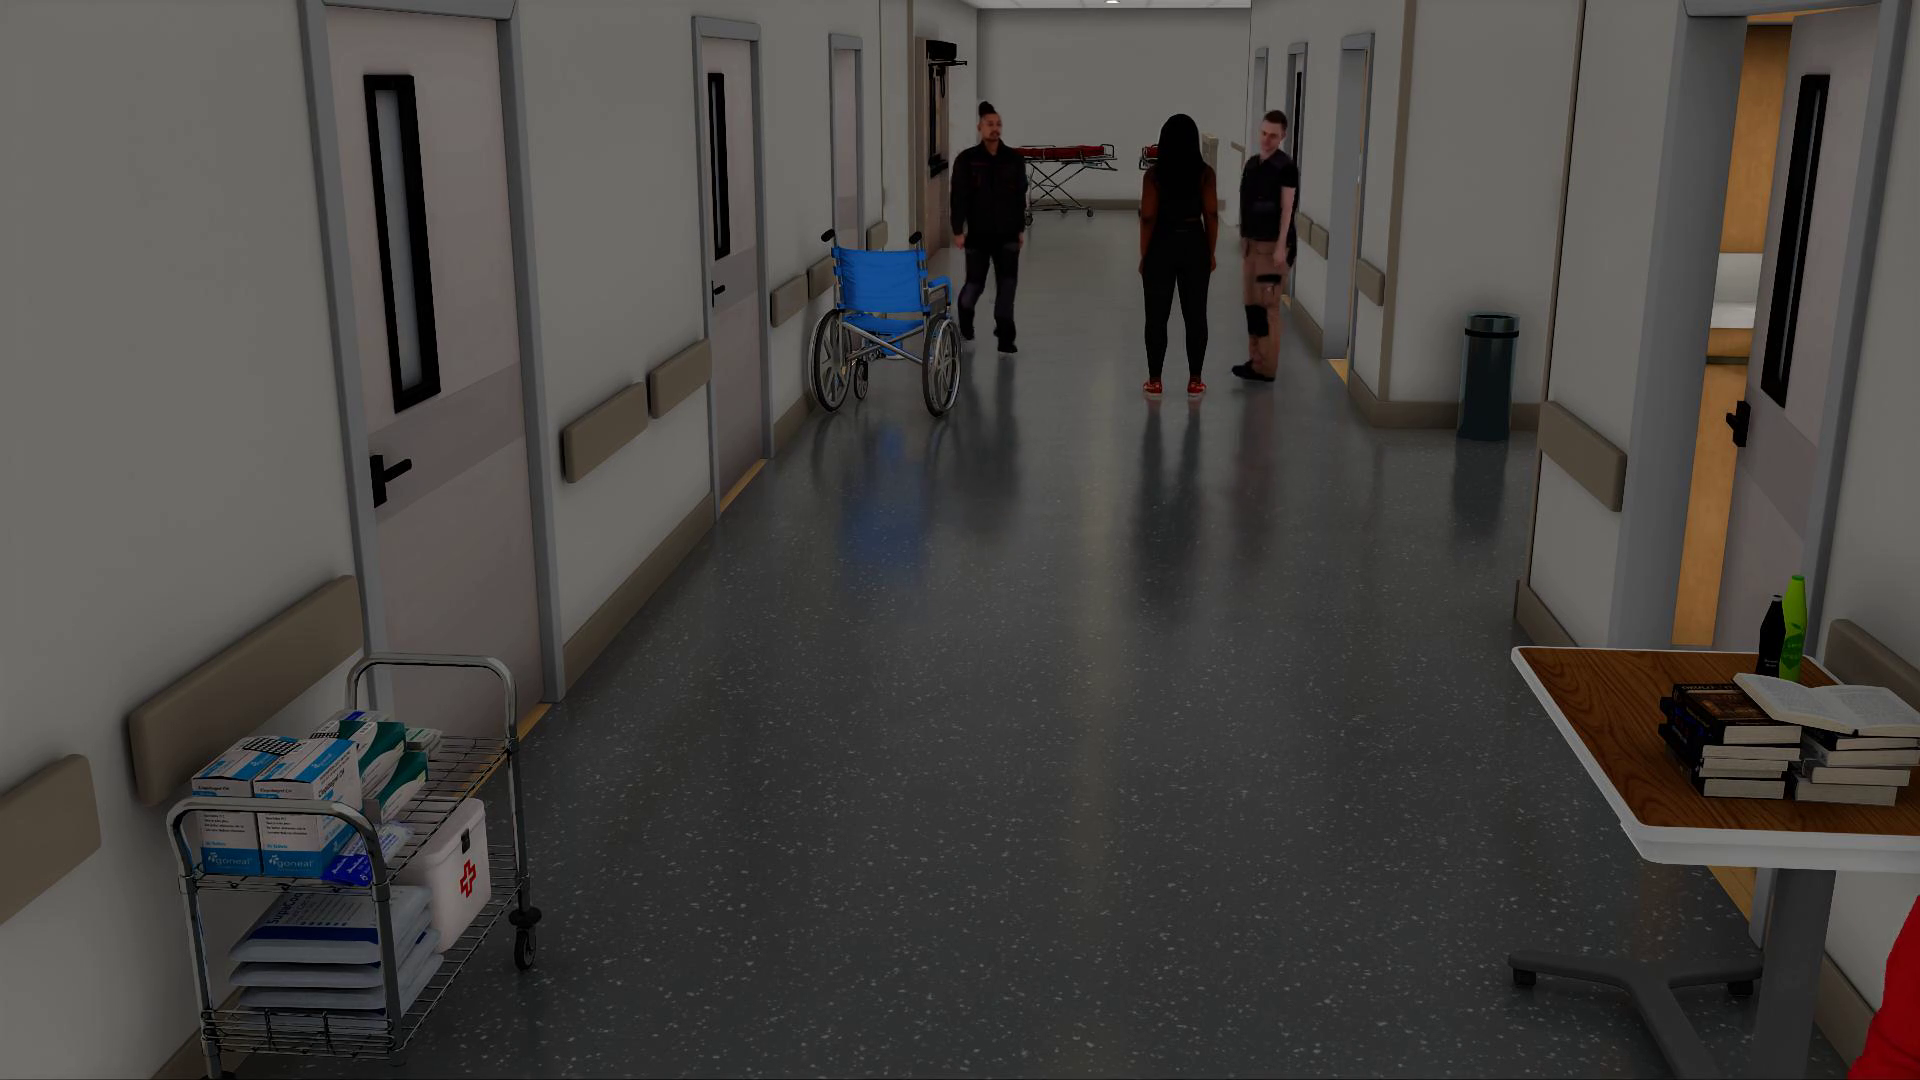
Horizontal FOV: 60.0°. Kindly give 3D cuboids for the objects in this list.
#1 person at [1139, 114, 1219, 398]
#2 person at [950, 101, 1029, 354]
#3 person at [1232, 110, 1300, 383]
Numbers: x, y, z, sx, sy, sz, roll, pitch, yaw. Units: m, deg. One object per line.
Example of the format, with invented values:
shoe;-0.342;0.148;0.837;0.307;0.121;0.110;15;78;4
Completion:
person;1.413;-1.849;10.835;0.657;1.816;0.604;1;16;2
person;0.205;-2.356;12.592;0.992;1.838;1.187;-4;16;-14
person;2.135;-2.010;11.426;0.936;1.805;0.852;-4;16;-15
